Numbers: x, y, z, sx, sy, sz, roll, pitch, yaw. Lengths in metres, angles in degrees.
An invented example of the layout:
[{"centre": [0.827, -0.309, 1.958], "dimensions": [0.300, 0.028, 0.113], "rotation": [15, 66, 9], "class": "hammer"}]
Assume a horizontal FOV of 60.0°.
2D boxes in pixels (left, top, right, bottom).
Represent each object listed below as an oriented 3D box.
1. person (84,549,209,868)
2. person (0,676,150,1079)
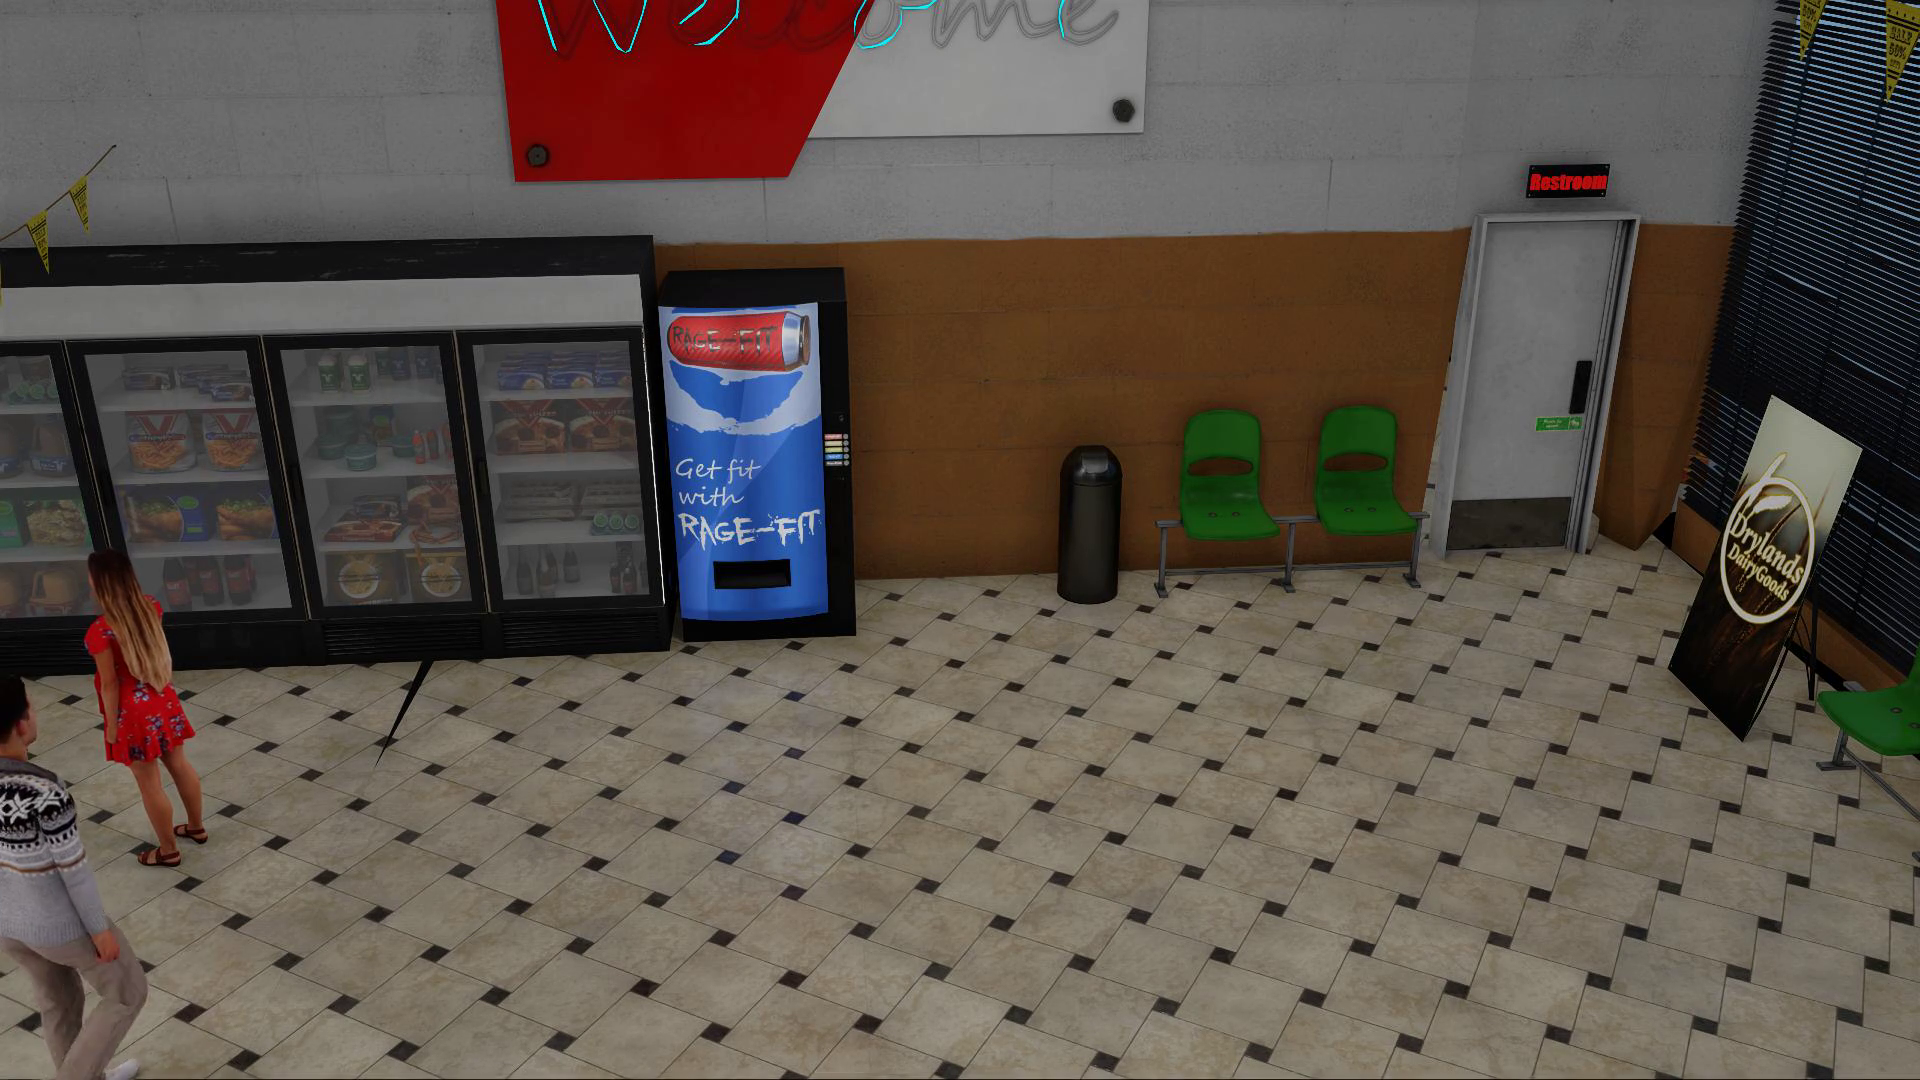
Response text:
[{"centre": [-3.766, 0.776, 7.670], "dimensions": [0.711, 1.592, 0.608], "rotation": [9, 25, 19], "class": "person"}, {"centre": [-3.317, 1.390, 5.951], "dimensions": [0.867, 1.845, 0.932], "rotation": [8, 25, 18], "class": "person"}]
